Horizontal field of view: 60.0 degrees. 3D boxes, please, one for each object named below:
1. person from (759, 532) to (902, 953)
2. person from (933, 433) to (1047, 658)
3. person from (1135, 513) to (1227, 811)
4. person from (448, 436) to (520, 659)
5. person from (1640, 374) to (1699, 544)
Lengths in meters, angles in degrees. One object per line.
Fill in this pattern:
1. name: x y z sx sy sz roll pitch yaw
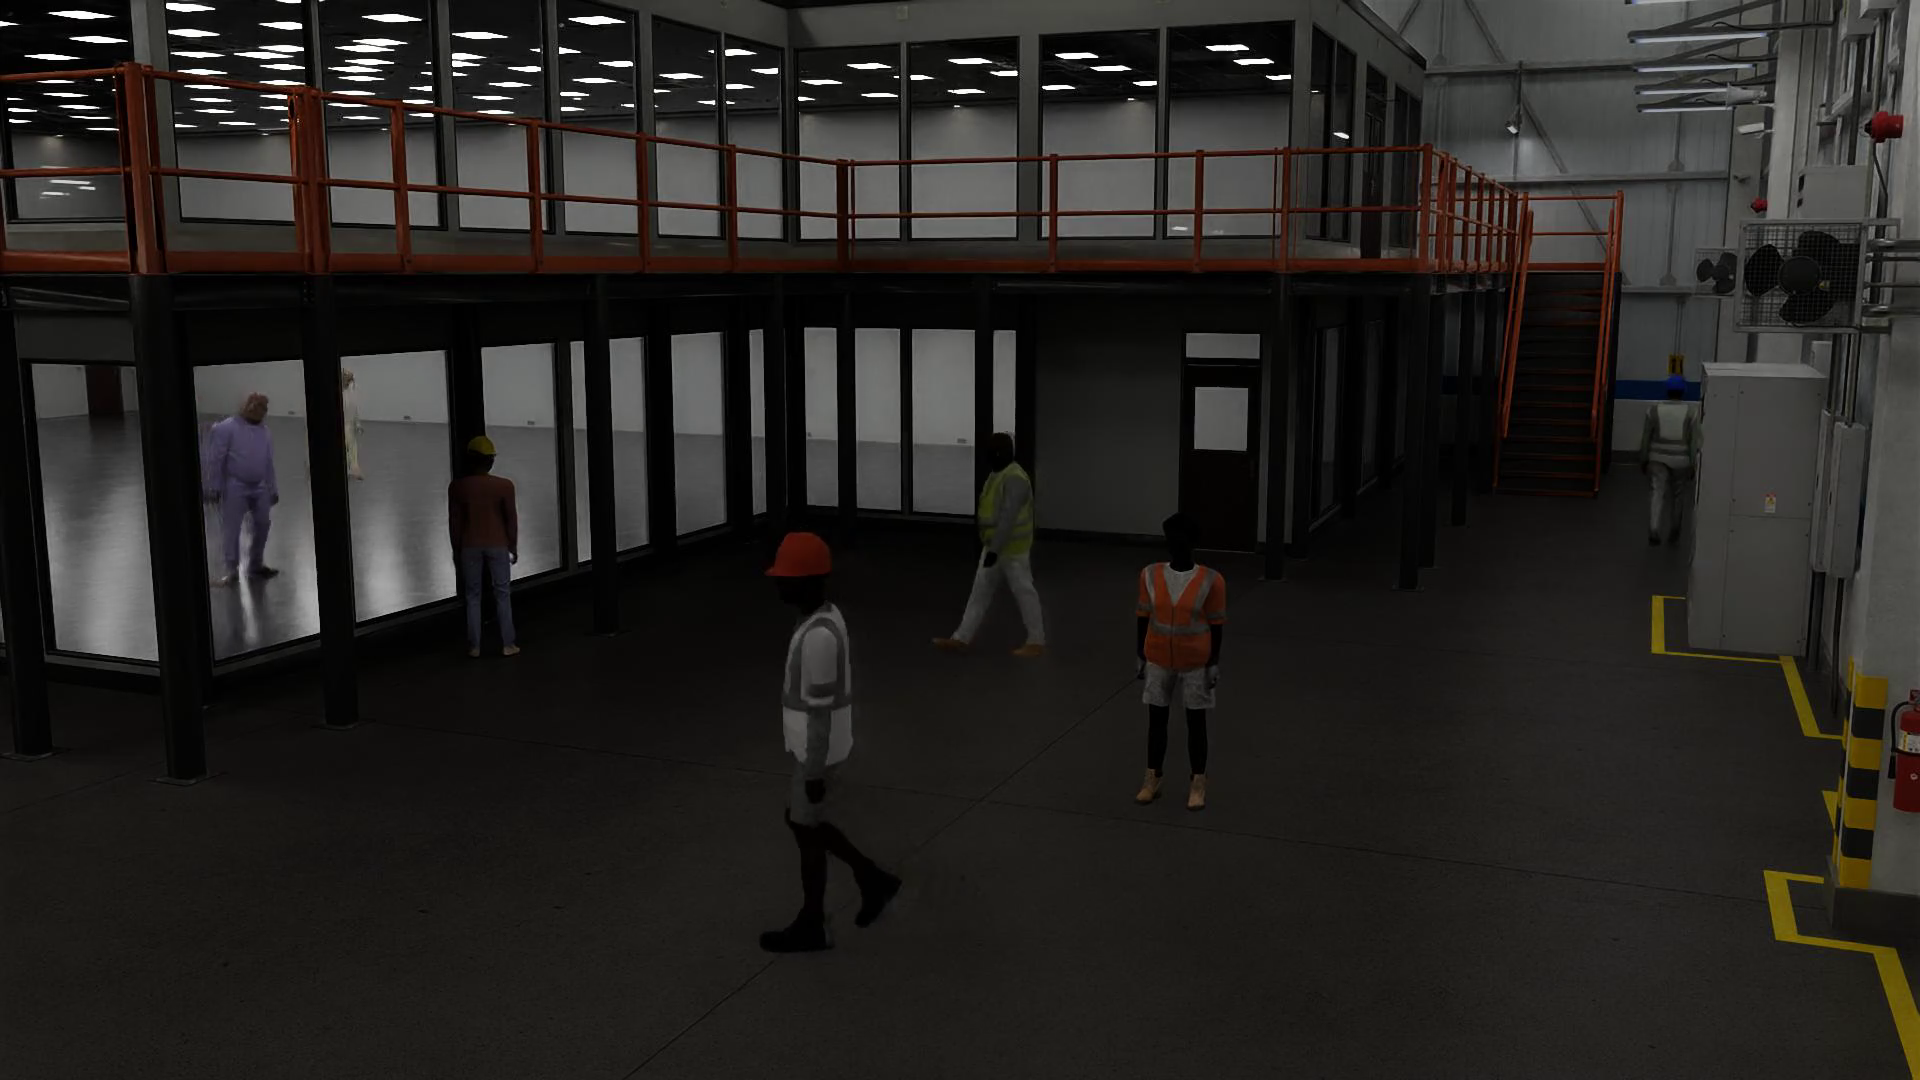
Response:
1. person: -0.601 0.909 7.406 0.550 1.926 0.570 -1 9 -3
2. person: 0.269 0.063 13.027 0.932 1.791 0.623 -3 10 -20
3. person: 1.241 0.689 9.459 0.533 1.697 0.318 4 10 22
4. person: -3.751 0.062 13.126 0.524 1.764 0.329 -1 9 -8
5. person: 7.949 -0.904 18.658 0.620 1.908 0.978 5 11 30
